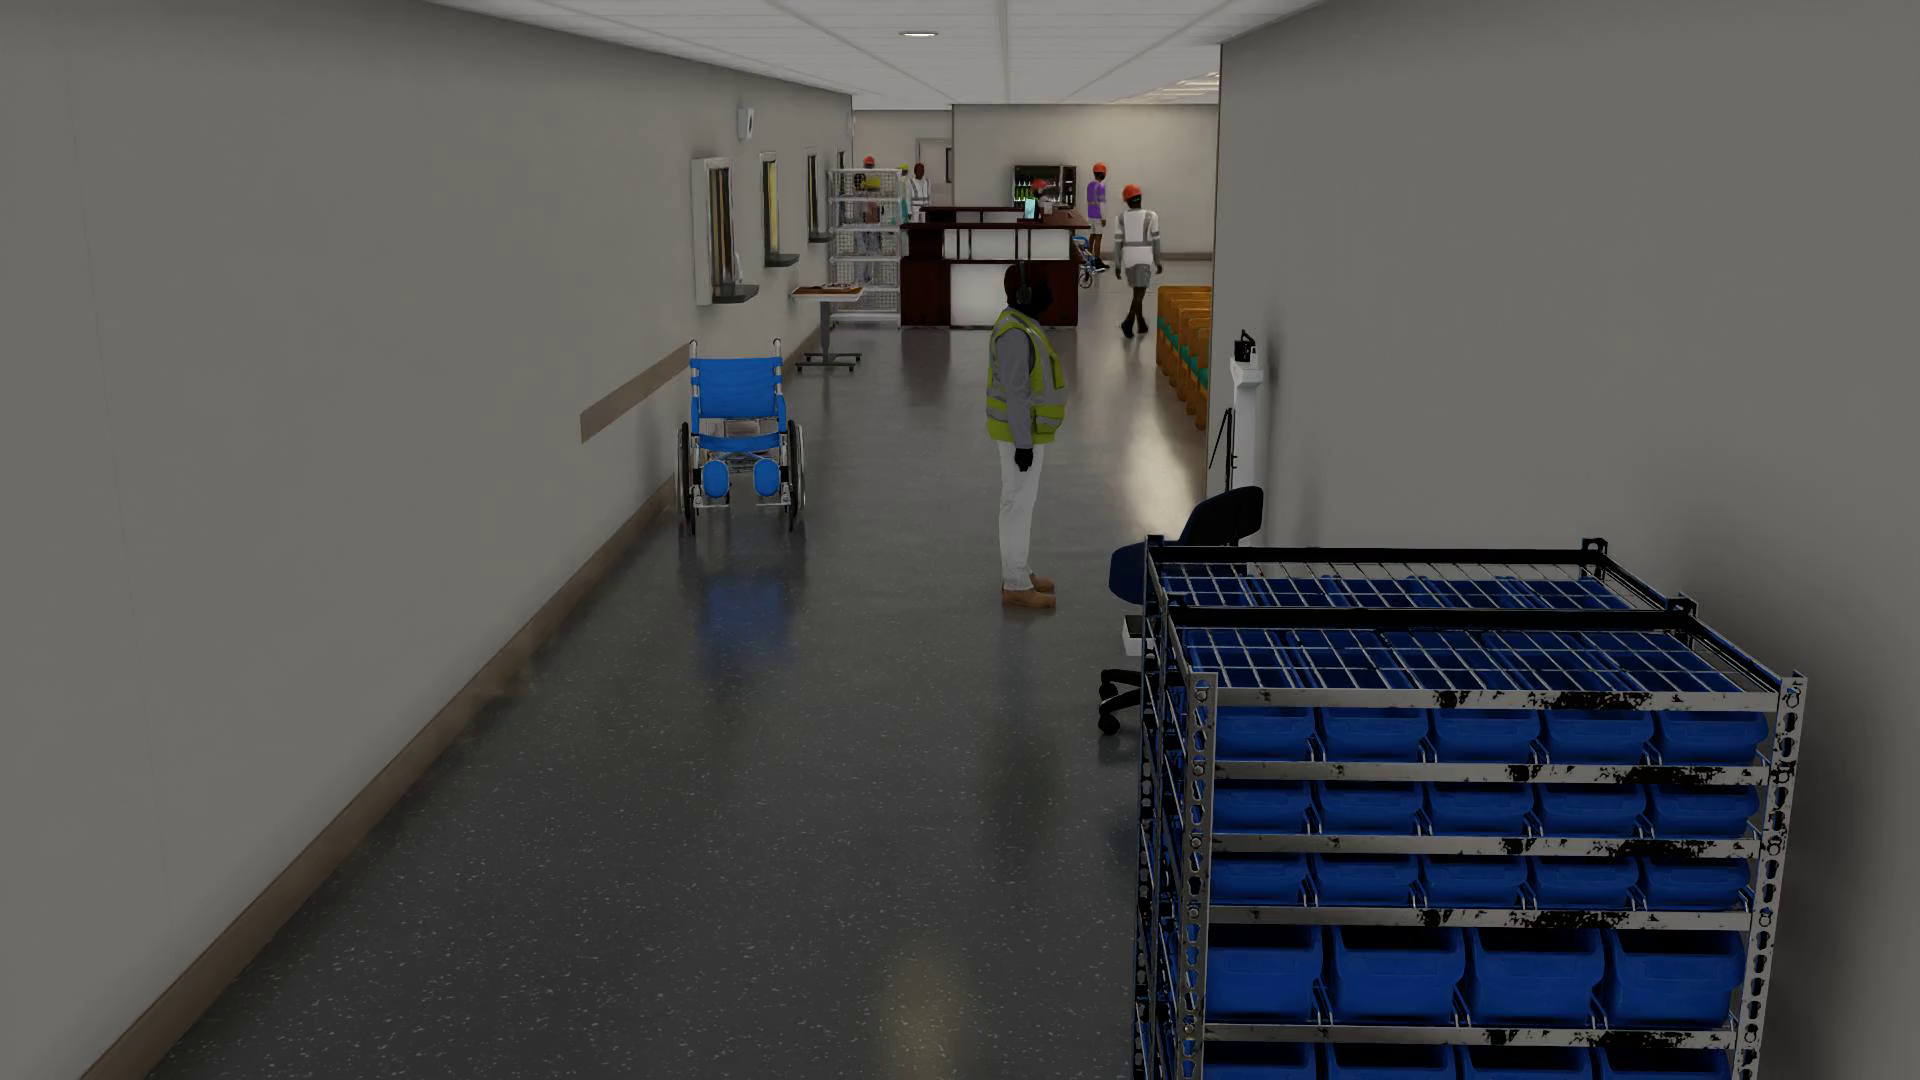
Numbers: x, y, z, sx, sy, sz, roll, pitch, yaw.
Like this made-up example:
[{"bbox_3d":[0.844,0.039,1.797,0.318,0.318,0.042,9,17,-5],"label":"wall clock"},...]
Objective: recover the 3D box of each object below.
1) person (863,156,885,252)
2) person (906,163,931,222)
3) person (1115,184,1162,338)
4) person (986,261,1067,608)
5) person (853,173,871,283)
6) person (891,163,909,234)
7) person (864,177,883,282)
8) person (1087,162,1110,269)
[{"bbox_3d":[-1.881,-6.993,34.745,0.635,1.982,0.425,0,14,-1],"label":"person"},{"bbox_3d":[-0.827,-6.640,33.525,0.568,1.878,0.351,-10,17,-35],"label":"person"},{"bbox_3d":[2.170,-3.463,20.637,0.553,1.876,0.973,6,15,24],"label":"person"},{"bbox_3d":[0.357,-0.567,8.938,0.429,1.846,0.625,1,14,4],"label":"person"},{"bbox_3d":[-1.609,-4.879,26.408,0.322,1.861,0.514,-12,18,-39],"label":"person"},{"bbox_3d":[-1.441,-8.409,40.983,0.837,1.737,0.527,-9,16,-32],"label":"person"},{"bbox_3d":[-1.461,-5.161,27.780,0.385,1.754,0.531,0,14,-2],"label":"person"},{"bbox_3d":[2.554,-5.994,30.766,0.373,1.939,0.545,-6,15,-23],"label":"person"}]
